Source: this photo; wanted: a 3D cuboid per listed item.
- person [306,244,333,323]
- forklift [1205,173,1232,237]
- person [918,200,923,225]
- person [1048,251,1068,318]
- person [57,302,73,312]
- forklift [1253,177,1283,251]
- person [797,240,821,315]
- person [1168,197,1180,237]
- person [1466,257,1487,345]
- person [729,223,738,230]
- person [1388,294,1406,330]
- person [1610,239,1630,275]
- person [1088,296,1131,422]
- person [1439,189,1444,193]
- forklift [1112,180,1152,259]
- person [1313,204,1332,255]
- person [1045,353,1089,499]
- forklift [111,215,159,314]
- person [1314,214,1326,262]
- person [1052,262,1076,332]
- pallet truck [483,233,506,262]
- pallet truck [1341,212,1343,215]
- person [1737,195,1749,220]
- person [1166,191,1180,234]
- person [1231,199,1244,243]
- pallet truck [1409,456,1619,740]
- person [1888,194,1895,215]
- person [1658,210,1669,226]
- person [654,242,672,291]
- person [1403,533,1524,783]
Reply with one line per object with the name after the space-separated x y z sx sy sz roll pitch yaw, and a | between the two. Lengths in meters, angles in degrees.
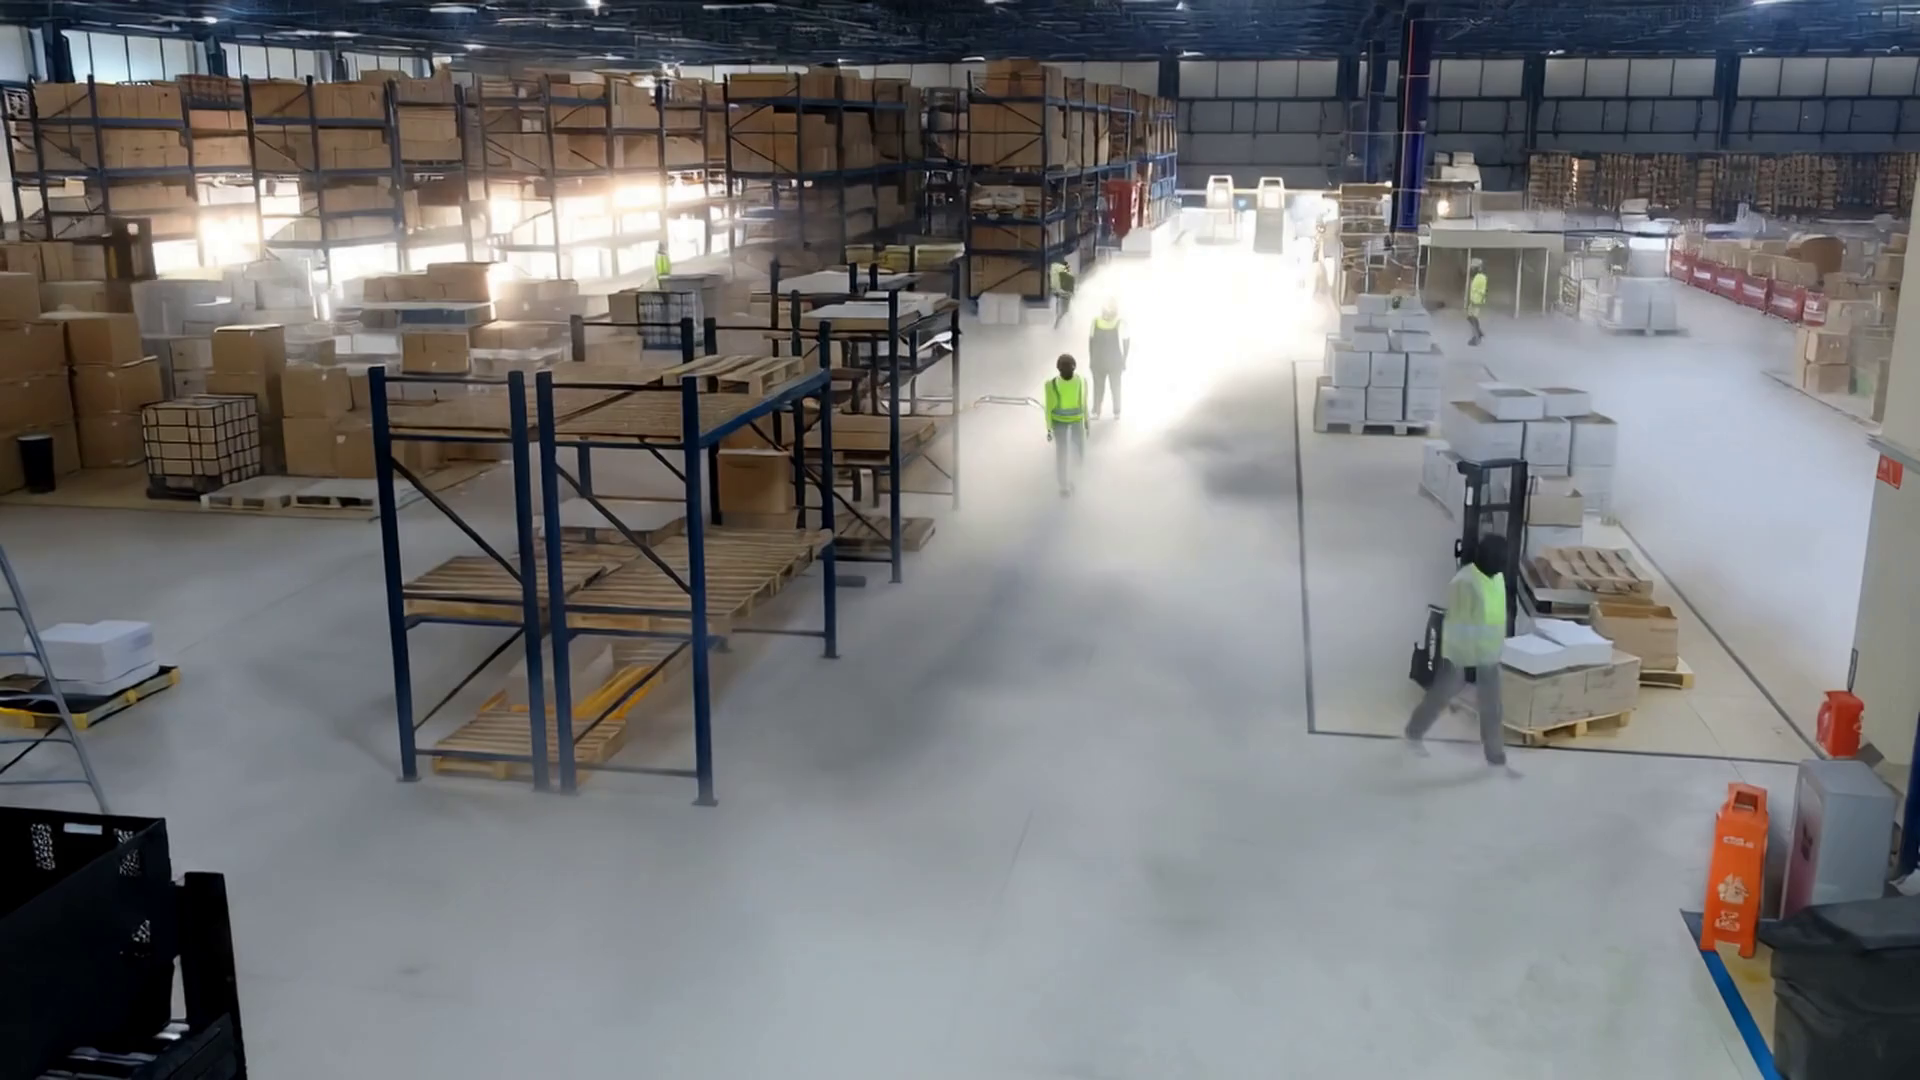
-15.645 -6.276 40.689 0.587 1.911 0.397 -7 15 -26 | person
11.250 -14.482 72.003 1.129 2.768 1.873 3 14 10 | forklift
-2.041 -16.690 83.025 0.550 1.899 0.952 2 14 6 | person
2.427 -6.341 41.385 0.540 1.695 0.317 10 17 34 | person
-14.236 -2.848 26.704 0.354 1.937 0.635 -2 14 -8 | person
12.083 -12.747 64.956 1.129 2.768 1.873 3 14 10 | forklift
-3.709 -6.388 40.994 0.609 1.985 0.409 -5 15 -19 | person
9.422 -14.249 73.365 0.538 1.753 0.446 2 14 9 | person
11.242 -5.203 36.294 0.407 1.918 0.555 1 14 3 | person
-9.254 -12.667 67.280 0.495 1.588 0.870 4 14 14 | person
7.702 -3.427 29.326 1.004 1.819 0.503 -4 15 -18 | person
18.816 -7.776 47.442 0.505 1.577 0.880 1 14 4 | person
2.362 -2.912 26.755 0.688 2.000 0.539 6 15 25 | person
23.504 -16.259 81.406 0.600 1.824 0.403 -2 14 -7 | person
6.082 -11.722 60.796 1.873 2.768 1.129 2 14 9 | forklift
13.805 -11.745 62.903 0.905 1.906 0.552 -7 15 -25 | person
1.373 -1.449 21.168 0.604 1.864 0.423 -3 14 -13 | person
-17.706 -5.588 35.891 1.873 2.768 1.129 3 14 10 | forklift
12.845 -10.764 59.342 0.542 1.695 0.316 -12 18 -40 | person
2.411 -5.663 38.792 0.738 1.613 0.514 -10 17 -35 | person
-11.832 -7.026 43.548 1.885 1.965 0.823 8 16 28 | pallet truck
15.874 -13.227 70.310 0.680 1.201 1.601 10 17 35 | pallet truck
33.166 -13.618 70.435 0.400 1.938 0.602 -4 14 -15 | person
9.741 -14.983 76.006 0.653 1.941 0.712 0 14 -2 | person
11.596 -13.372 69.682 0.404 1.826 0.592 -10 17 -35 | person
4.504 0.400 13.395 0.823 1.965 1.885 -6 15 -23 | pallet truck
43.770 -15.496 78.360 1.013 1.780 0.578 9 17 34 | person
27.868 -12.356 65.755 0.921 1.711 0.543 -1 14 -3 | person
-7.526 -6.631 42.265 0.429 1.844 0.625 0 14 2 | person
3.714 0.818 12.164 0.642 1.780 0.986 -10 17 -35 | person
